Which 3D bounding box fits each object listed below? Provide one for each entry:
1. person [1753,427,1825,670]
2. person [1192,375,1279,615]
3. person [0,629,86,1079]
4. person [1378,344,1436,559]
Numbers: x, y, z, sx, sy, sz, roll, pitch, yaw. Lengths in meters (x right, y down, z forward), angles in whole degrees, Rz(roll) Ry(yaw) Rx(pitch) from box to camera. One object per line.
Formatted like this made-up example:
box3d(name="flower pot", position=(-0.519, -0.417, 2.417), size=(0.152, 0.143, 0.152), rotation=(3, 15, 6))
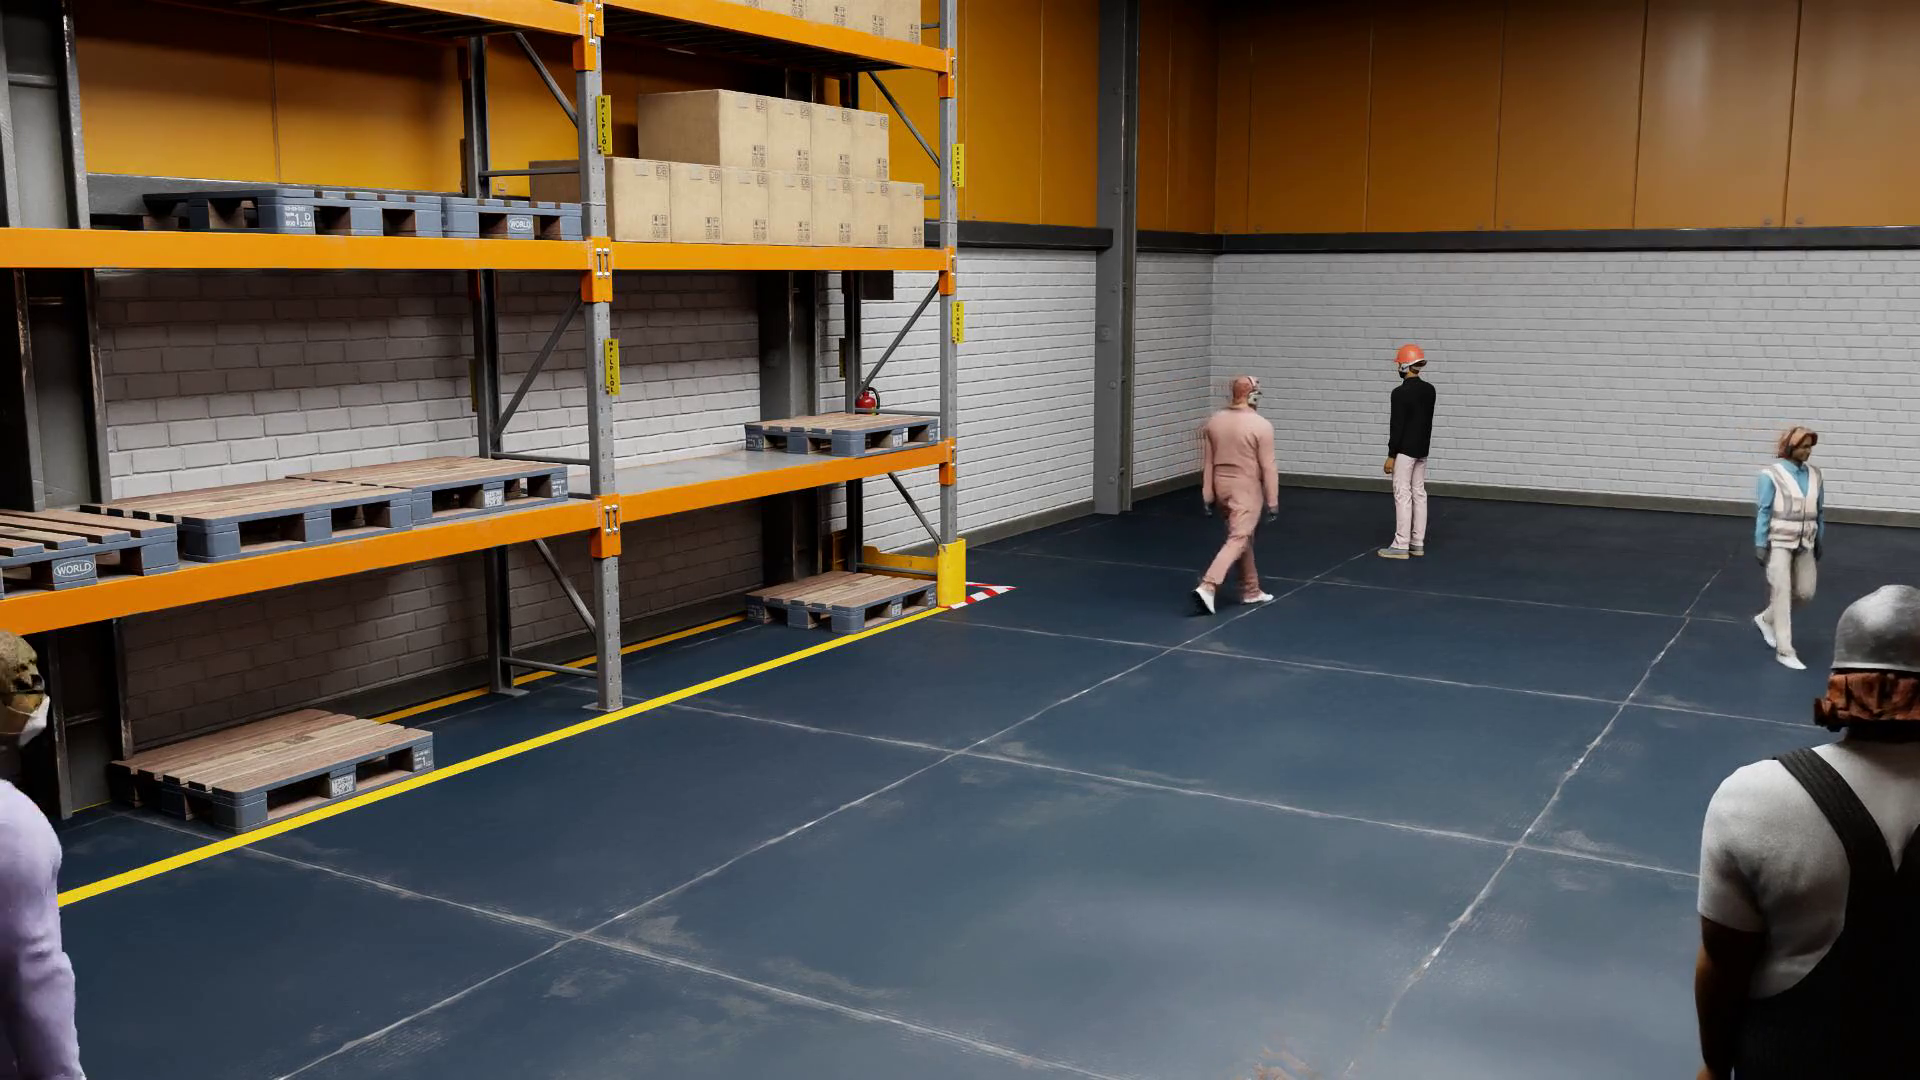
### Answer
box3d(name="person", position=(5.622, 0.034, 11.309), size=(0.533, 1.624, 0.623), rotation=(-3, 9, -15))
box3d(name="person", position=(2.165, -0.357, 13.021), size=(0.965, 1.866, 0.644), rotation=(-7, 12, -38))
box3d(name="person", position=(-2.099, 1.122, 3.562), size=(0.650, 1.927, 0.563), rotation=(7, 11, 37))
box3d(name="person", position=(4.171, -0.821, 15.489), size=(0.612, 1.995, 0.377), rotation=(-8, 12, -42))
